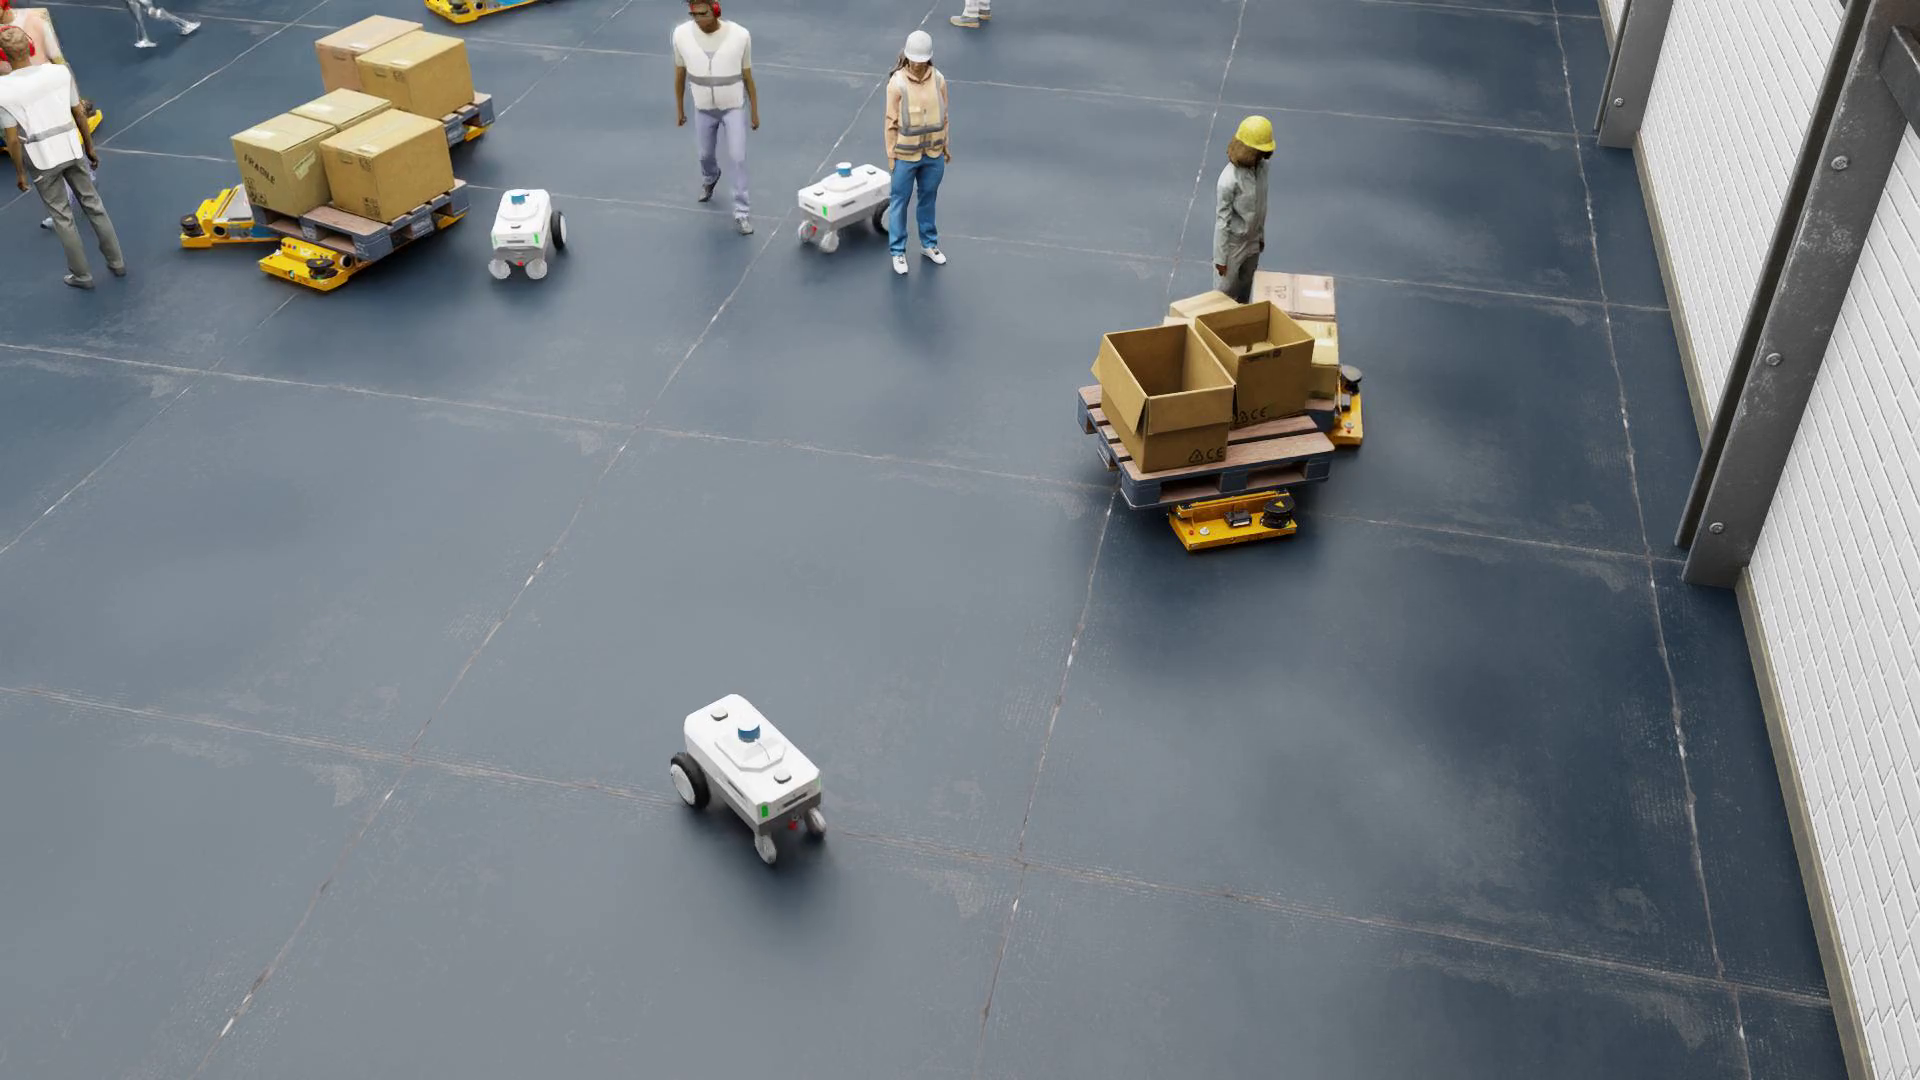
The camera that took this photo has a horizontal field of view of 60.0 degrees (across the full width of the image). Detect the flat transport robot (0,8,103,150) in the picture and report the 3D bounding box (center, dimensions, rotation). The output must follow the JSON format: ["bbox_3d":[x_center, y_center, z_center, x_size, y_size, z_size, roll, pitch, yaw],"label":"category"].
[{"bbox_3d":[-7.968,-3.412,13.784,1.431,0.231,0.659,-4,37,-5],"label":"flat transport robot"}]

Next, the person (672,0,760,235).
[{"bbox_3d":[-1.785,-3.212,12.230,0.604,1.813,0.724,-3,37,-3],"label":"person"}]

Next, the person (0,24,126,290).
[{"bbox_3d":[-6.179,-2.595,11.375,0.374,1.843,0.567,25,43,30],"label":"person"}]

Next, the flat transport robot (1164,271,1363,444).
[{"bbox_3d":[1.785,-0.895,10.416,1.431,0.231,0.659,5,37,7],"label":"flat transport robot"}]

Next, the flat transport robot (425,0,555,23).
[{"bbox_3d":[-4.517,-5.457,16.520,1.431,0.231,0.659,-28,45,-32],"label":"flat transport robot"}]

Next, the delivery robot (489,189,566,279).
[{"bbox_3d":[-3.150,-2.239,11.986,0.514,0.606,0.777,-3,37,-4],"label":"delivery robot"}]

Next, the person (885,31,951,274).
[{"bbox_3d":[-0.302,-2.729,11.654,0.487,1.726,0.370,-16,40,-21],"label":"person"}]

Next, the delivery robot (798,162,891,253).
[{"bbox_3d":[-0.827,-2.502,12.343,0.811,0.613,0.499,-30,46,-34],"label":"delivery robot"}]

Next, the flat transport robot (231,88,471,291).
[{"bbox_3d":[-4.385,-2.271,12.258,0.659,0.231,1.431,19,41,23],"label":"flat transport robot"}]

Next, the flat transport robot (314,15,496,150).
[{"bbox_3d":[-4.553,-3.233,13.545,0.659,0.231,1.431,16,40,21],"label":"flat transport robot"}]

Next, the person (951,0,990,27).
[{"bbox_3d":[0.111,-5.791,15.619,0.337,1.882,0.583,18,41,23],"label":"person"}]

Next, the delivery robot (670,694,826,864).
[{"bbox_3d":[-0.953,1.043,7.584,0.499,0.593,0.789,-26,44,-30],"label":"delivery robot"}]

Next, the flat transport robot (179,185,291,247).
[{"bbox_3d":[-5.032,-2.444,12.489,1.431,0.231,0.659,-3,37,-3],"label":"flat transport robot"}]

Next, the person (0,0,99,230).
[{"bbox_3d":[-6.843,-3.229,12.271,0.585,1.778,0.998,-1,37,-1],"label":"person"}]

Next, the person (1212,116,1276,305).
[{"bbox_3d":[1.775,-1.849,10.473,0.318,1.730,0.488,27,44,31],"label":"person"}]

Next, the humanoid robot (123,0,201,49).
[{"bbox_3d":[-7.498,-5.272,15.085,0.558,1.757,1.042,12,38,16],"label":"humanoid robot"}]

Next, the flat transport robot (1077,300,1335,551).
[{"bbox_3d":[1.396,-0.455,9.828,0.659,0.231,1.431,-9,38,-12],"label":"flat transport robot"}]
